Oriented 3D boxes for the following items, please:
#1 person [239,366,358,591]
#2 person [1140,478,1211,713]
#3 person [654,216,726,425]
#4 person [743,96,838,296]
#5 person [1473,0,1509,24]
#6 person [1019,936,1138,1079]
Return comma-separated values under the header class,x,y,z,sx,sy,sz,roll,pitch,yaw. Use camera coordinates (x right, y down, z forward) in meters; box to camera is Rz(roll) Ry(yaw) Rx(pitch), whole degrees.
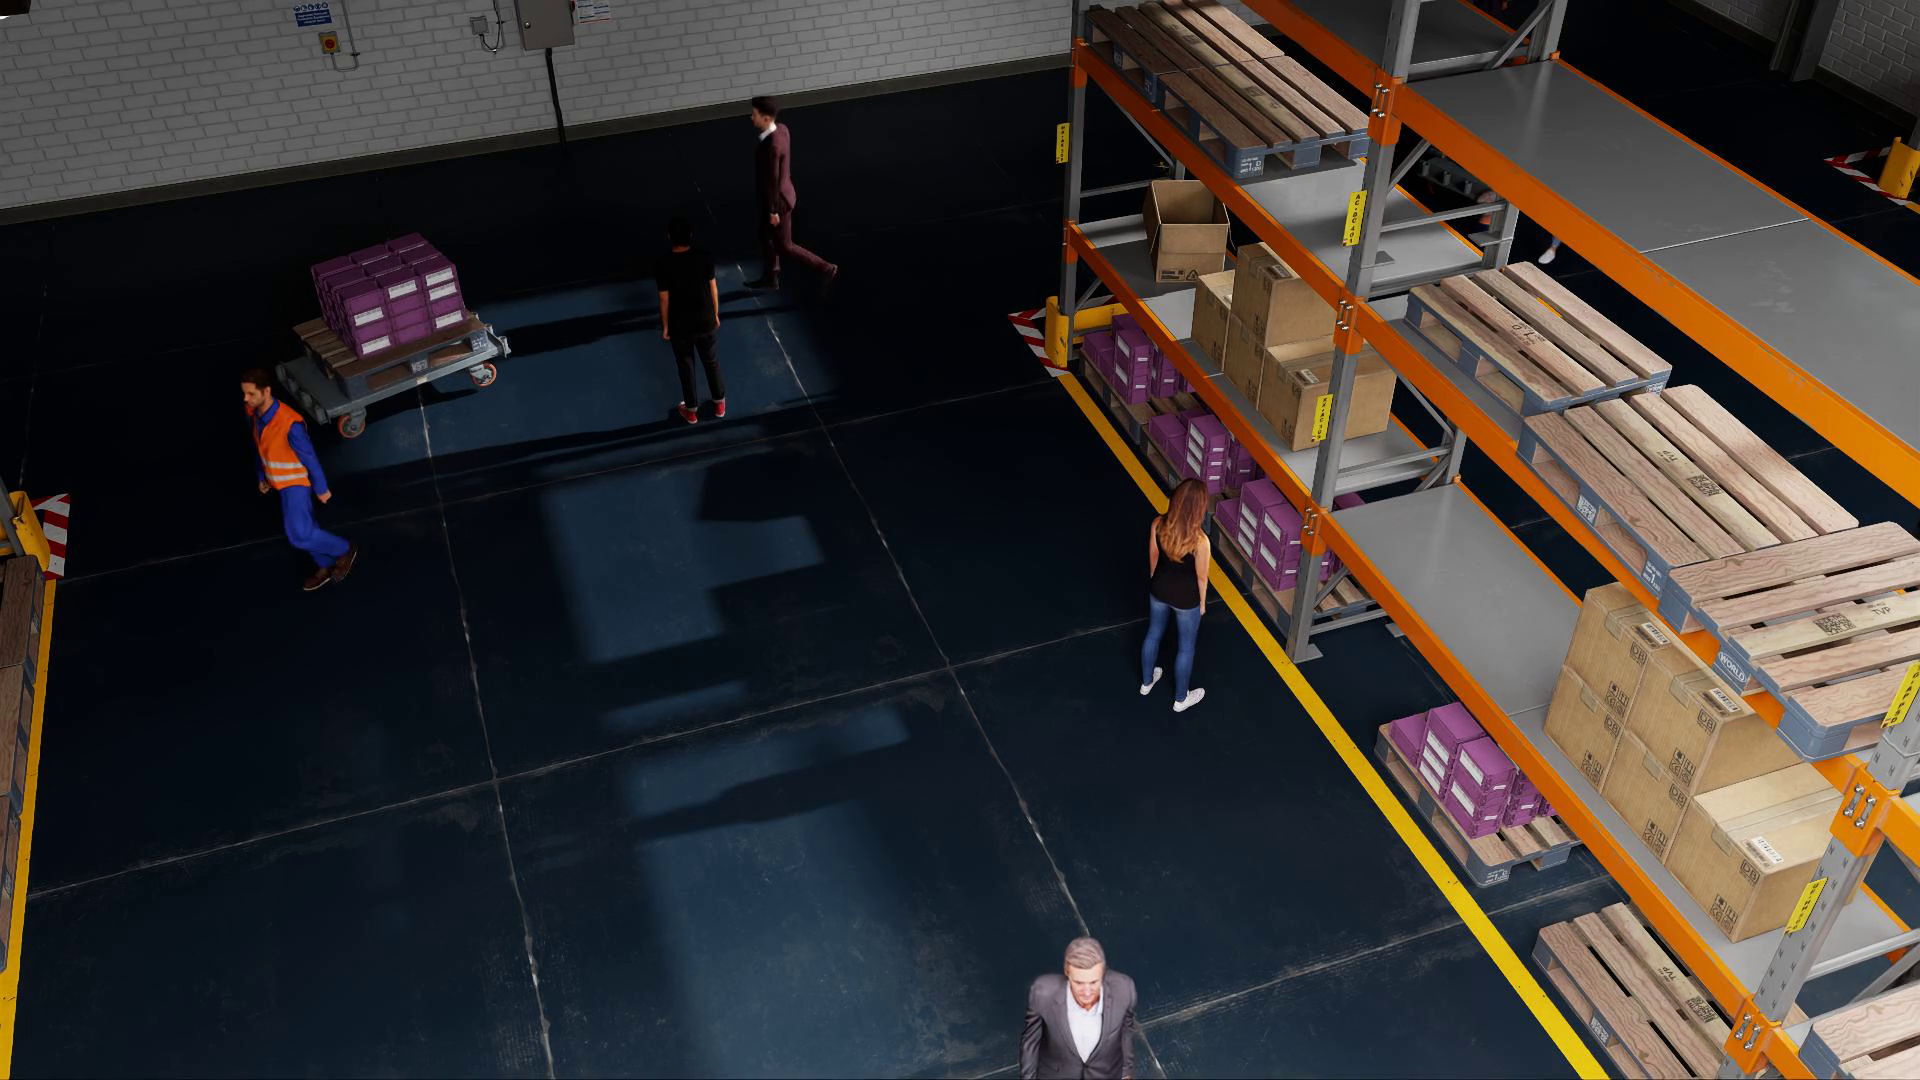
class,x,y,z,sx,sy,sz,roll,pitch,yaw
person,-4.435,-0.443,11.275,0.833,1.845,0.902,27,46,30
person,1.349,0.334,10.400,0.609,1.721,0.725,28,46,30
person,-2.088,-1.706,12.925,0.611,1.758,0.543,-13,41,-16
person,-1.499,-2.951,14.420,0.994,1.838,1.139,0,39,0
person,5.916,-6.084,18.522,0.697,1.615,0.579,-20,43,-24
person,0.537,2.451,7.653,0.755,1.842,0.668,-6,39,-7
